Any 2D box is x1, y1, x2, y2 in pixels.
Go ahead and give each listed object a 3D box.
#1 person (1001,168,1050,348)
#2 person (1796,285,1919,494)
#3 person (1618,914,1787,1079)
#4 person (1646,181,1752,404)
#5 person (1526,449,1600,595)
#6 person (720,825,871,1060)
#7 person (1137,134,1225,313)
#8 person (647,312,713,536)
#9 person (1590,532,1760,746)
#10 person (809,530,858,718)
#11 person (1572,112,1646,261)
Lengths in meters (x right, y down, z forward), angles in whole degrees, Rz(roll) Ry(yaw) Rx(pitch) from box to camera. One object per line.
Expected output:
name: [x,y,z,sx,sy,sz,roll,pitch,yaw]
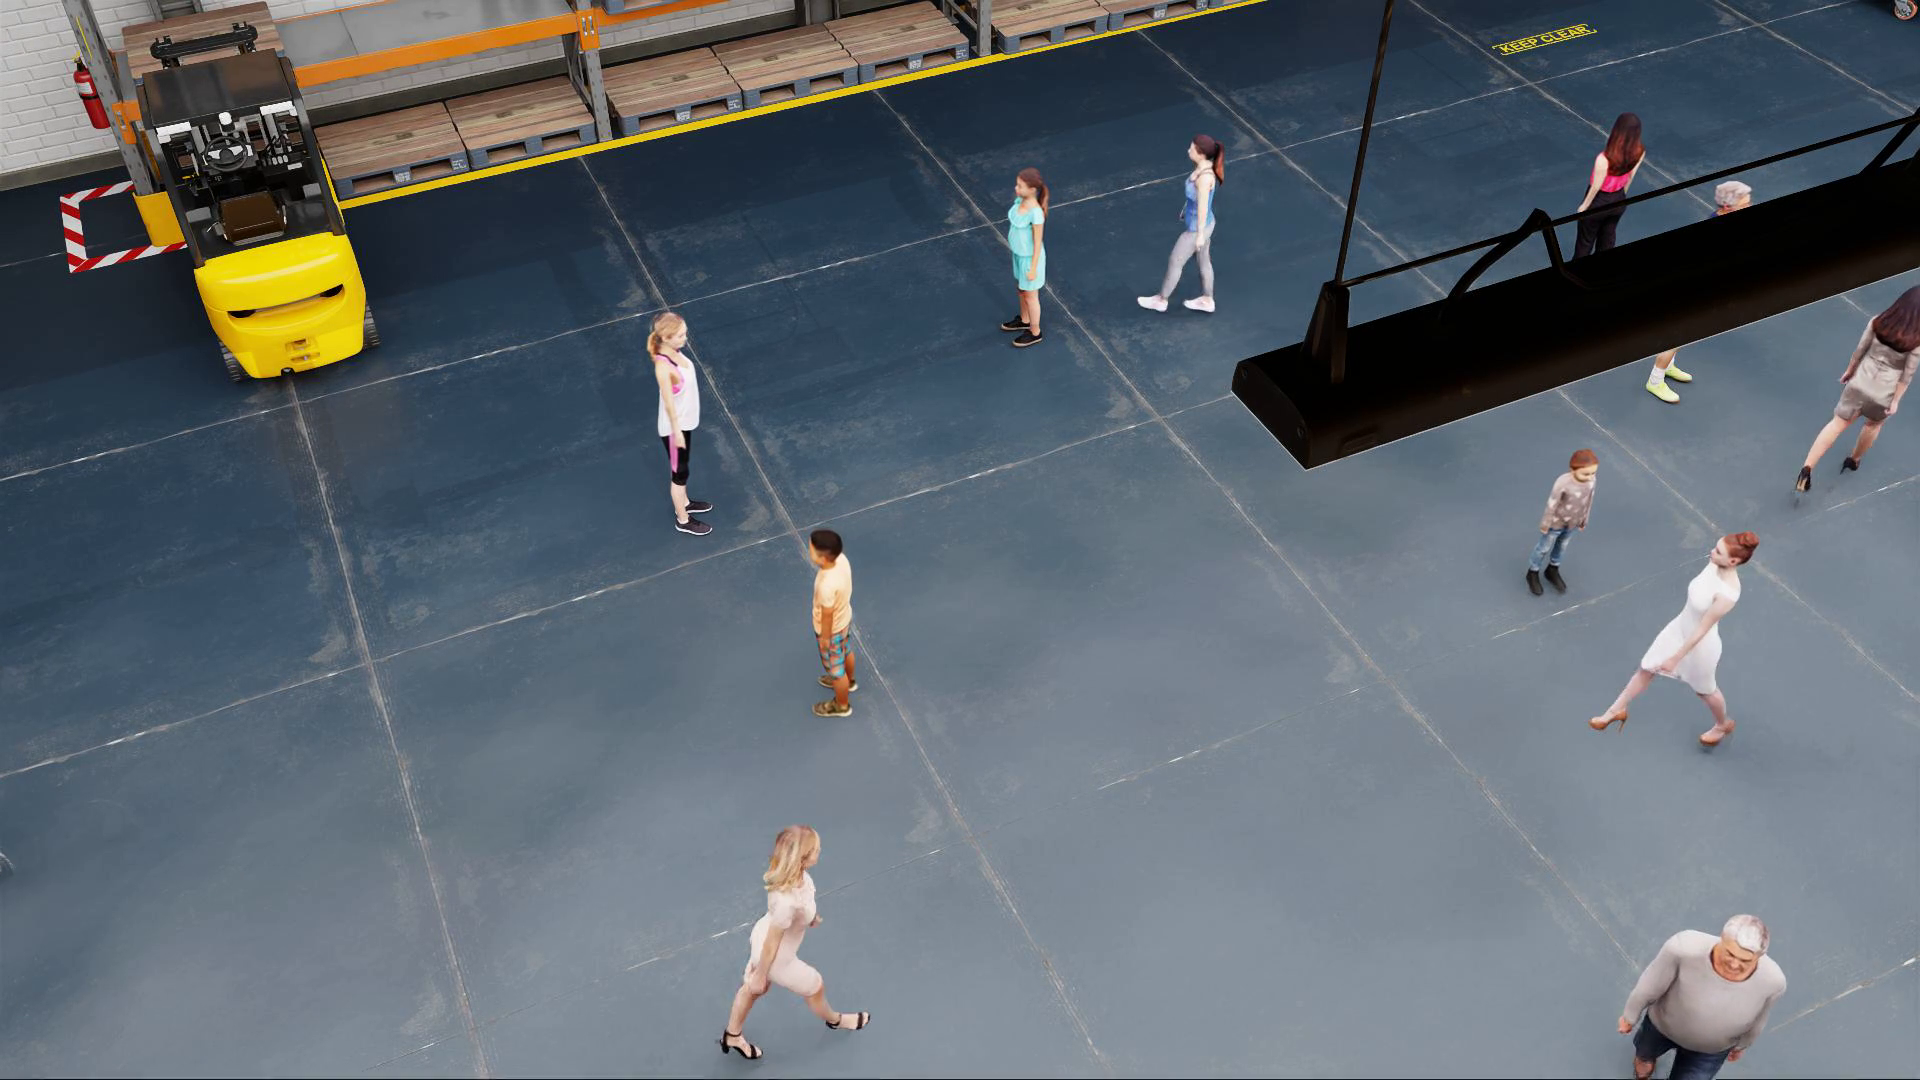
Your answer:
person: [0.530,-2.228,13.042,0.548,1.558,0.568,-13,45,-13]
person: [6.343,-1.015,11.652,1.130,1.719,0.766,-29,51,-27]
person: [3.540,2.298,8.062,1.181,1.873,1.326,22,48,21]
person: [5.550,-1.899,12.492,0.784,1.839,0.672,26,49,24]
person: [4.035,-0.155,11.130,0.461,1.194,0.581,-8,44,-9]
person: [-1.005,2.100,8.354,1.095,1.757,0.783,0,44,0]
person: [1.971,-2.491,13.294,0.978,1.590,0.876,8,44,8]
person: [-1.946,-0.802,11.380,0.653,1.786,0.675,-1,44,-1]
person: [4.457,0.657,9.876,1.147,1.747,0.926,4,44,4]
person: [-0.772,0.497,10.252,0.630,1.460,0.592,7,44,7]
person: [5.215,-2.716,13.481,0.446,1.659,0.642,-17,46,-17]
